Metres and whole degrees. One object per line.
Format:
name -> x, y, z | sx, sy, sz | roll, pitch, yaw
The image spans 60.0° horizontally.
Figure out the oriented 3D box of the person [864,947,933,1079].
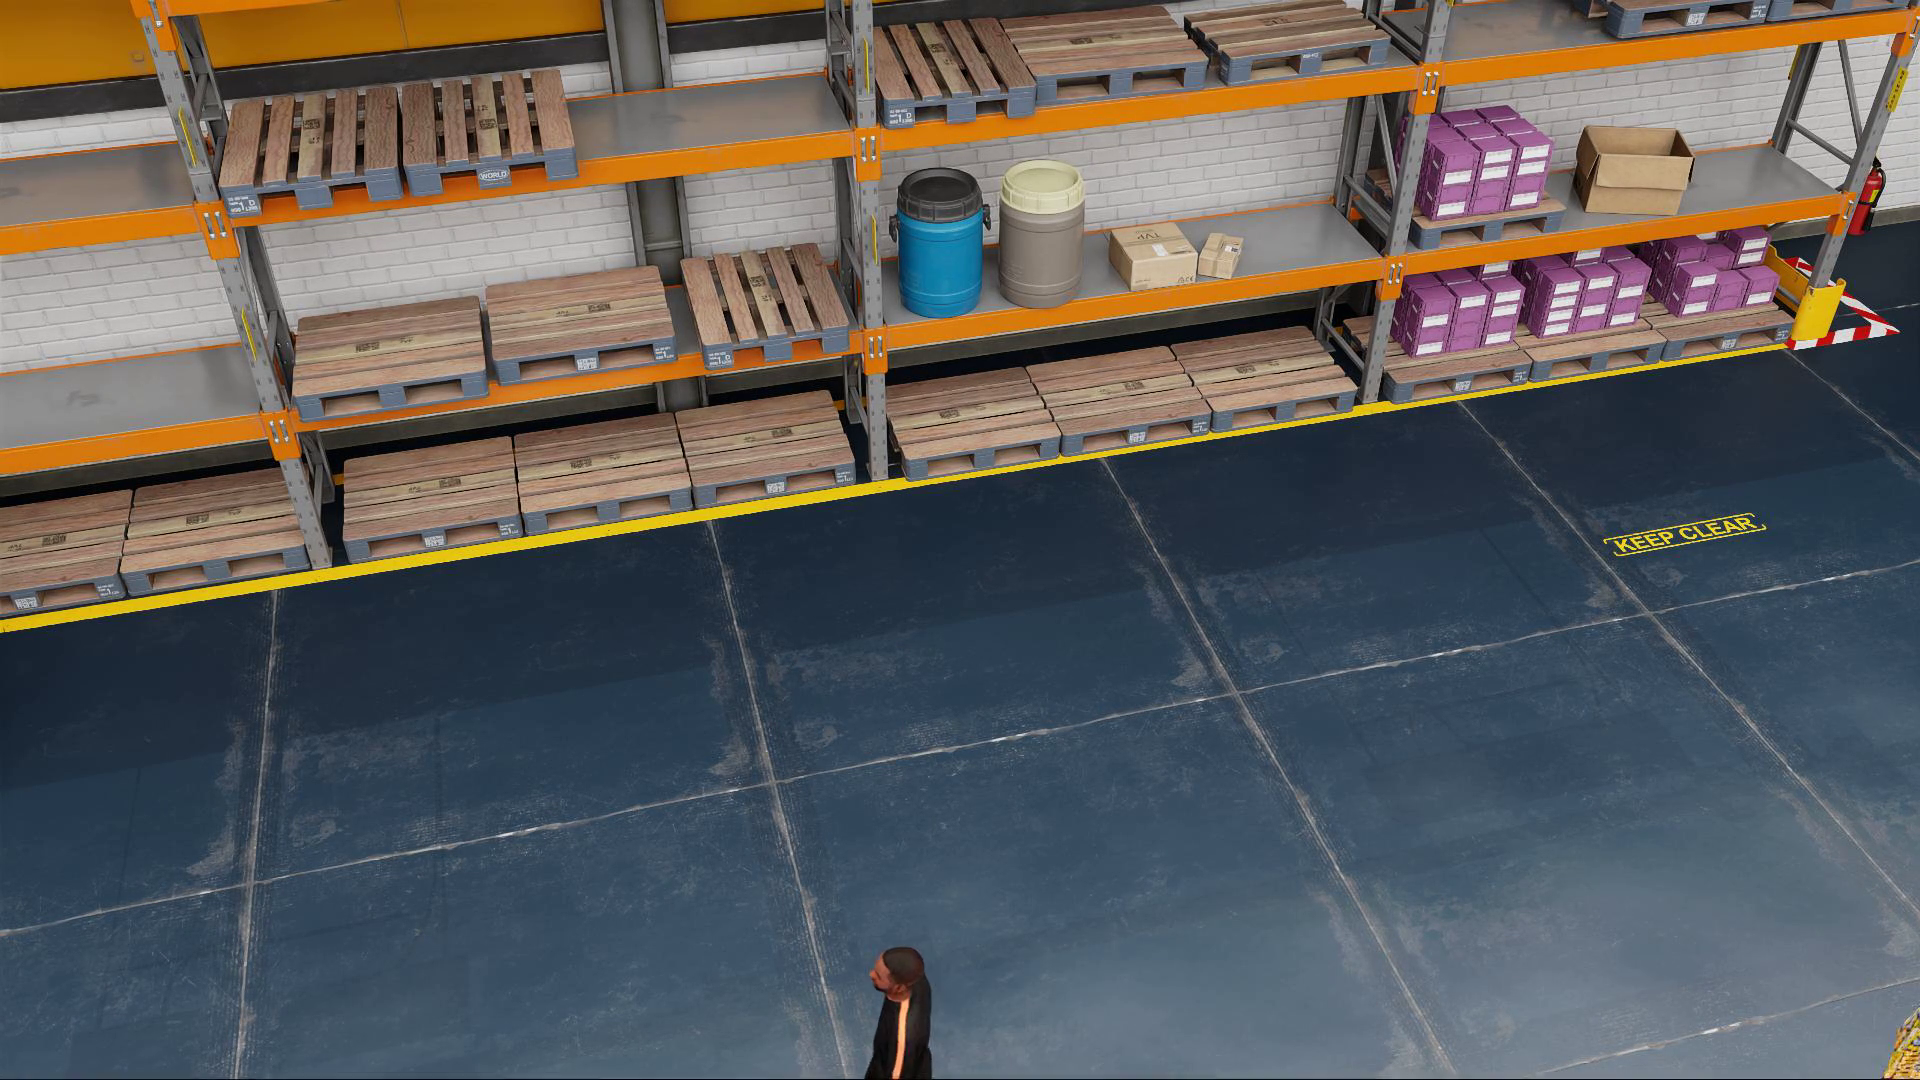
person -> -0.154, 2.434, 7.413 | 1.249, 1.767, 0.853 | -1, 39, -1
